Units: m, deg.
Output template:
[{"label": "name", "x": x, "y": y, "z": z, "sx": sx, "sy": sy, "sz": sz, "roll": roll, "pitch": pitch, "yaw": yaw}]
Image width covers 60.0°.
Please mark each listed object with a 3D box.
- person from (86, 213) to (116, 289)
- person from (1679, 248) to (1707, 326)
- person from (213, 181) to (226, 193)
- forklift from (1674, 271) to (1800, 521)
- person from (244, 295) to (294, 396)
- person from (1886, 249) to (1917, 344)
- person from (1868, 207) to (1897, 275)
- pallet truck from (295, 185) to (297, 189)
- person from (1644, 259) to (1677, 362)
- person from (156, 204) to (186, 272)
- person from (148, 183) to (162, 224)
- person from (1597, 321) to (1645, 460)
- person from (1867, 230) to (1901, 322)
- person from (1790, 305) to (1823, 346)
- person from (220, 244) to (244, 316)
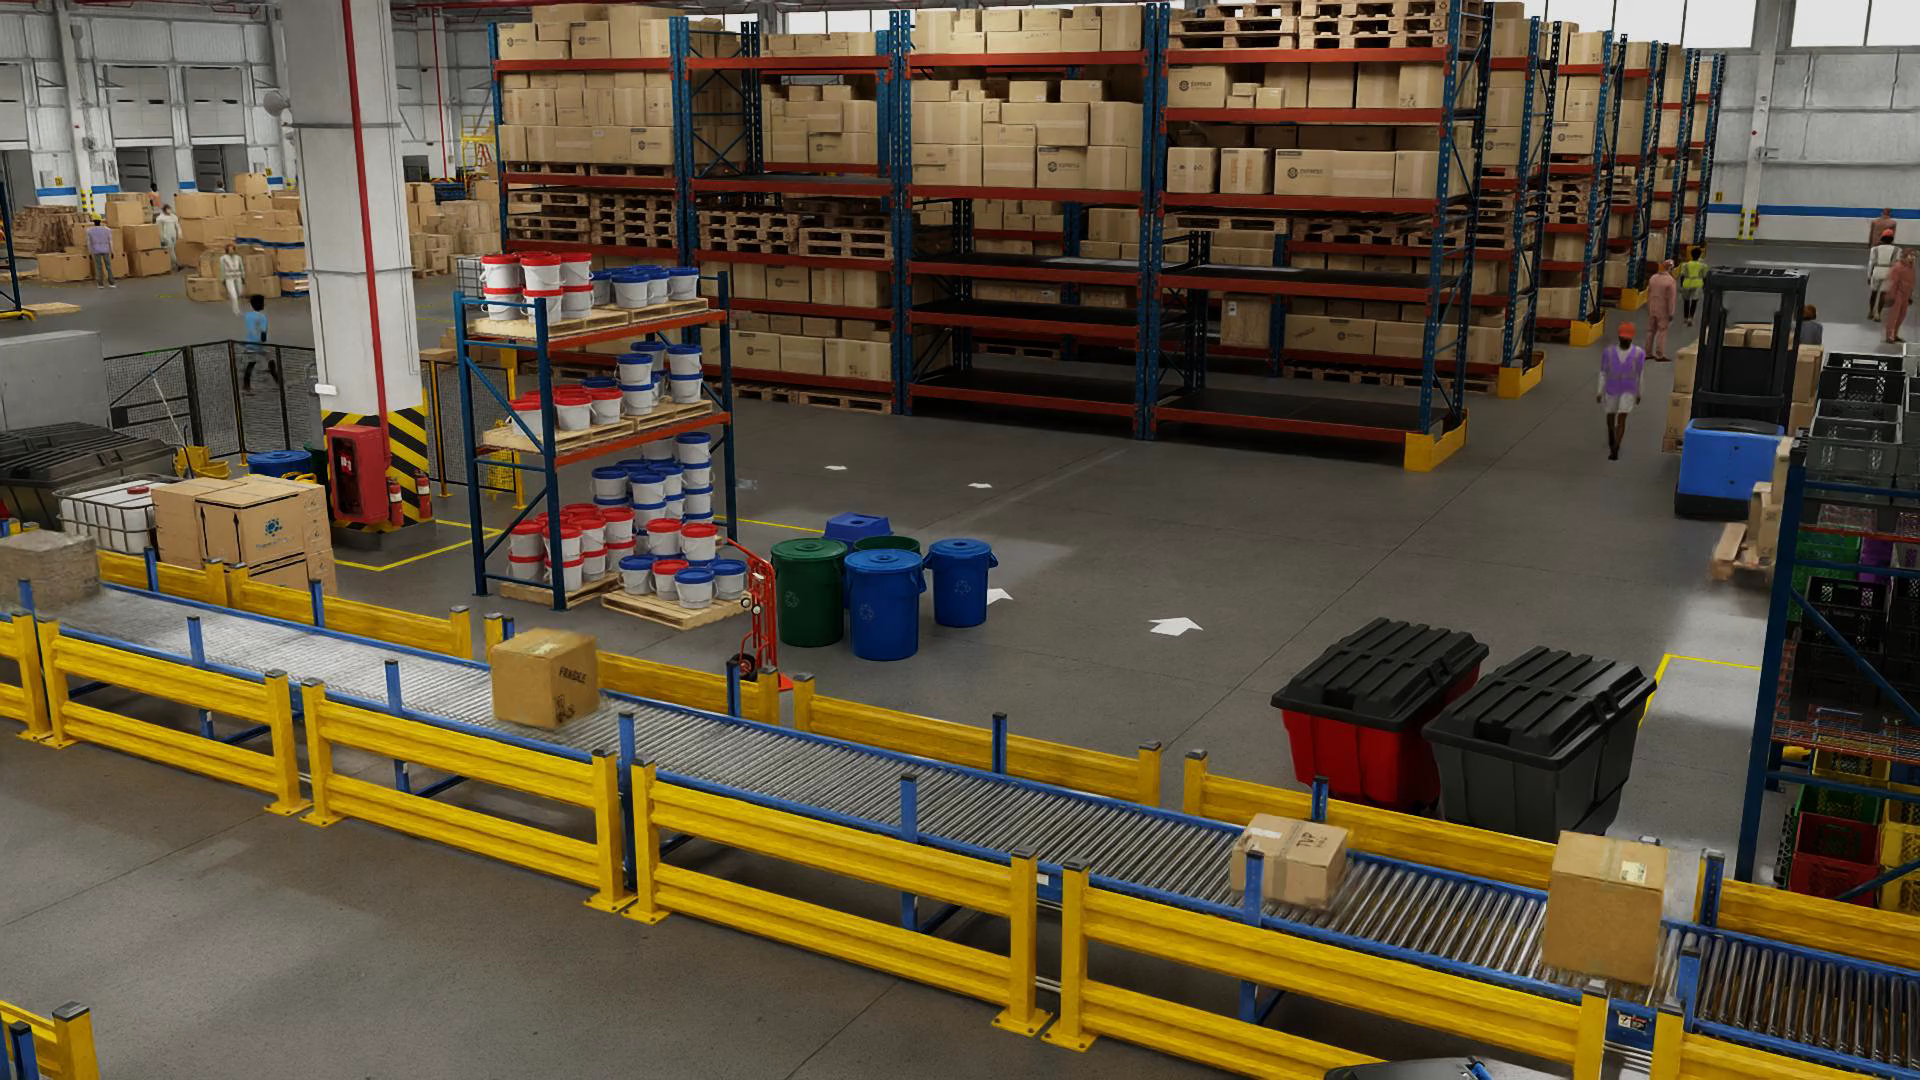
[{"label": "person", "x": -22.201, "y": -7.459, "z": 42.965, "sx": 0.589, "sy": 1.927, "sz": 0.388, "roll": -8, "pitch": 17, "yaw": -27}, {"label": "person", "x": 15.882, "y": -5.488, "z": 36.054, "sx": 0.537, "sy": 1.667, "sz": 0.798, "roll": 7, "pitch": 17, "yaw": 25}, {"label": "person", "x": -26.691, "y": -12.011, "z": 60.084, "sx": 0.622, "sy": 1.932, "sz": 0.368, "roll": 8, "pitch": 17, "yaw": 28}, {"label": "forklift", "x": 9.269, "y": -1.763, "z": 19.726, "sx": 1.129, "sy": 2.768, "sz": 1.873, "roll": 8, "pitch": 17, "yaw": 27}, {"label": "person", "x": -11.580, "y": -3.239, "z": 27.623, "sx": 0.548, "sy": 1.652, "sz": 0.872, "roll": 9, "pitch": 17, "yaw": 31}, {"label": "person", "x": 18.912, "y": -4.898, "z": 33.437, "sx": 0.744, "sy": 1.883, "sz": 0.409, "roll": -11, "pitch": 18, "yaw": -35}, {"label": "person", "x": 25.465, "y": -8.239, "z": 45.958, "sx": 0.666, "sy": 1.893, "sz": 0.543, "roll": 9, "pitch": 17, "yaw": 30}, {"label": "pallet truck", "x": -26.804, "y": -14.617, "z": 69.738, "sx": 1.885, "sy": 1.965, "sz": 0.823, "roll": -14, "pitch": 20, "yaw": -42}, {"label": "person", "x": 13.147, "y": -4.294, "z": 31.128, "sx": 0.400, "sy": 1.901, "sz": 0.642, "roll": -6, "pitch": 16, "yaw": -20}, {"label": "person", "x": -22.409, "y": -8.583, "z": 47.269, "sx": 1.017, "sy": 1.884, "sz": 0.637, "roll": 7, "pitch": 17, "yaw": 26}, {"label": "person", "x": -30.244, "y": -12.551, "z": 62.551, "sx": 0.315, "sy": 1.696, "sz": 0.541, "roll": 3, "pitch": 15, "yaw": 9}, {"label": "person", "x": 9.071, "y": -2.087, "z": 22.850, "sx": 0.554, "sy": 1.905, "sz": 0.897, "roll": 8, "pitch": 17, "yaw": 27}, {"label": "person", "x": 20.449, "y": -5.863, "z": 36.850, "sx": 0.627, "sy": 1.980, "sz": 1.062, "roll": 9, "pitch": 17, "yaw": 30}, {"label": "person", "x": 13.599, "y": -2.994, "z": 26.825, "sx": 0.538, "sy": 1.584, "sz": 0.862, "roll": 11, "pitch": 18, "yaw": 35}, {"label": "person", "x": -16.526, "y": -5.921, "z": 37.771, "sx": 0.608, "sy": 1.623, "sz": 0.520, "roll": 14, "pitch": 20, "yaw": 42}]
